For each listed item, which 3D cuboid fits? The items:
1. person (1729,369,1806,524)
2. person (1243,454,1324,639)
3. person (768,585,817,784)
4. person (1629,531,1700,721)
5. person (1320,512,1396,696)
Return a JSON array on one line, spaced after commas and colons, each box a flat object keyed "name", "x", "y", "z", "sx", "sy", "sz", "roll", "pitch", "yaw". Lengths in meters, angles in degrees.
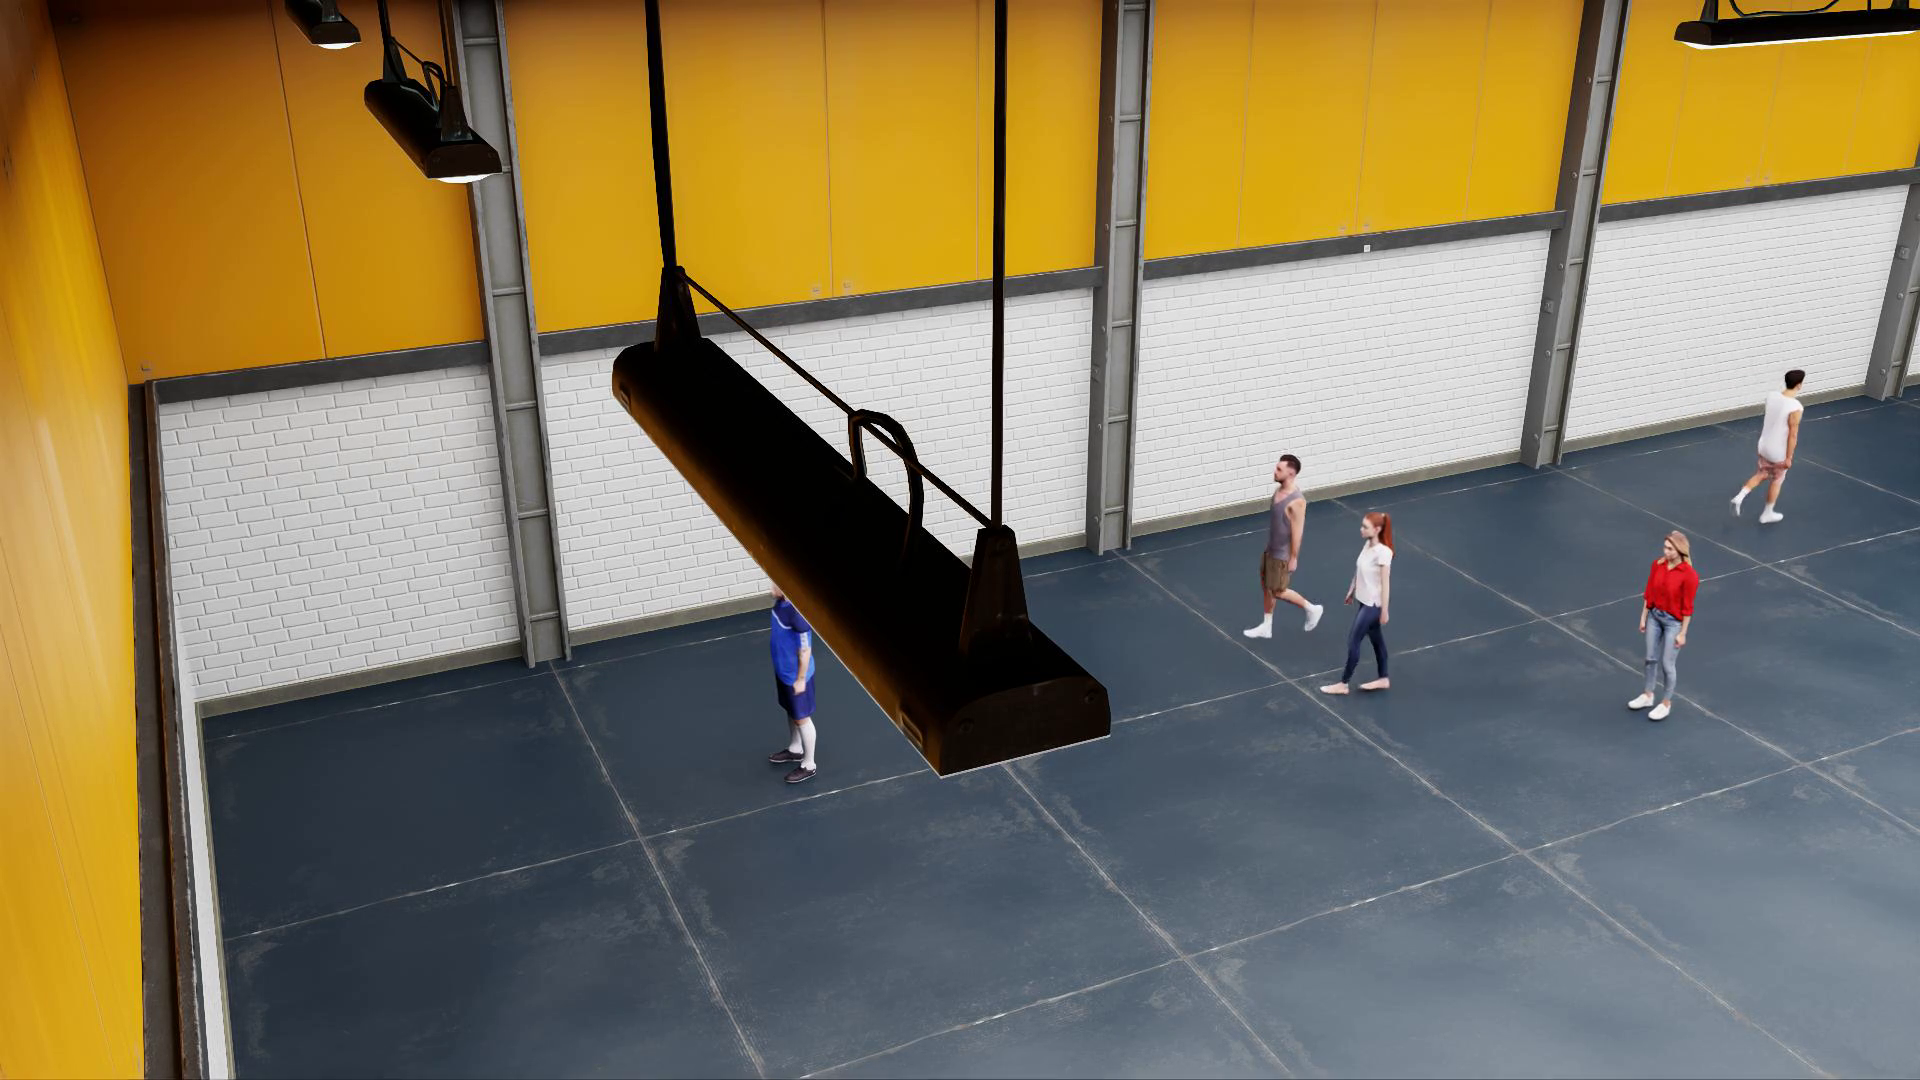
[{"name": "person", "x": 8.780, "y": -0.996, "z": 18.059, "sx": 0.932, "sy": 1.773, "sz": 0.720, "roll": -7, "pitch": 25, "yaw": -16}, {"name": "person", "x": 3.027, "y": 0.080, "z": 15.277, "sx": 1.030, "sy": 1.834, "sz": 0.776, "roll": -4, "pitch": 24, "yaw": -9}, {"name": "person", "x": -1.332, "y": 1.044, "z": 13.312, "sx": 0.547, "sy": 1.838, "sz": 0.658, "roll": -11, "pitch": 26, "yaw": -23}, {"name": "person", "x": 6.051, "y": 0.715, "z": 14.236, "sx": 0.554, "sy": 1.700, "sz": 0.646, "roll": -14, "pitch": 27, "yaw": -29}, {"name": "person", "x": 3.698, "y": 0.565, "z": 14.564, "sx": 0.979, "sy": 1.713, "sz": 0.803, "roll": 0, "pitch": 24, "yaw": -1}]
